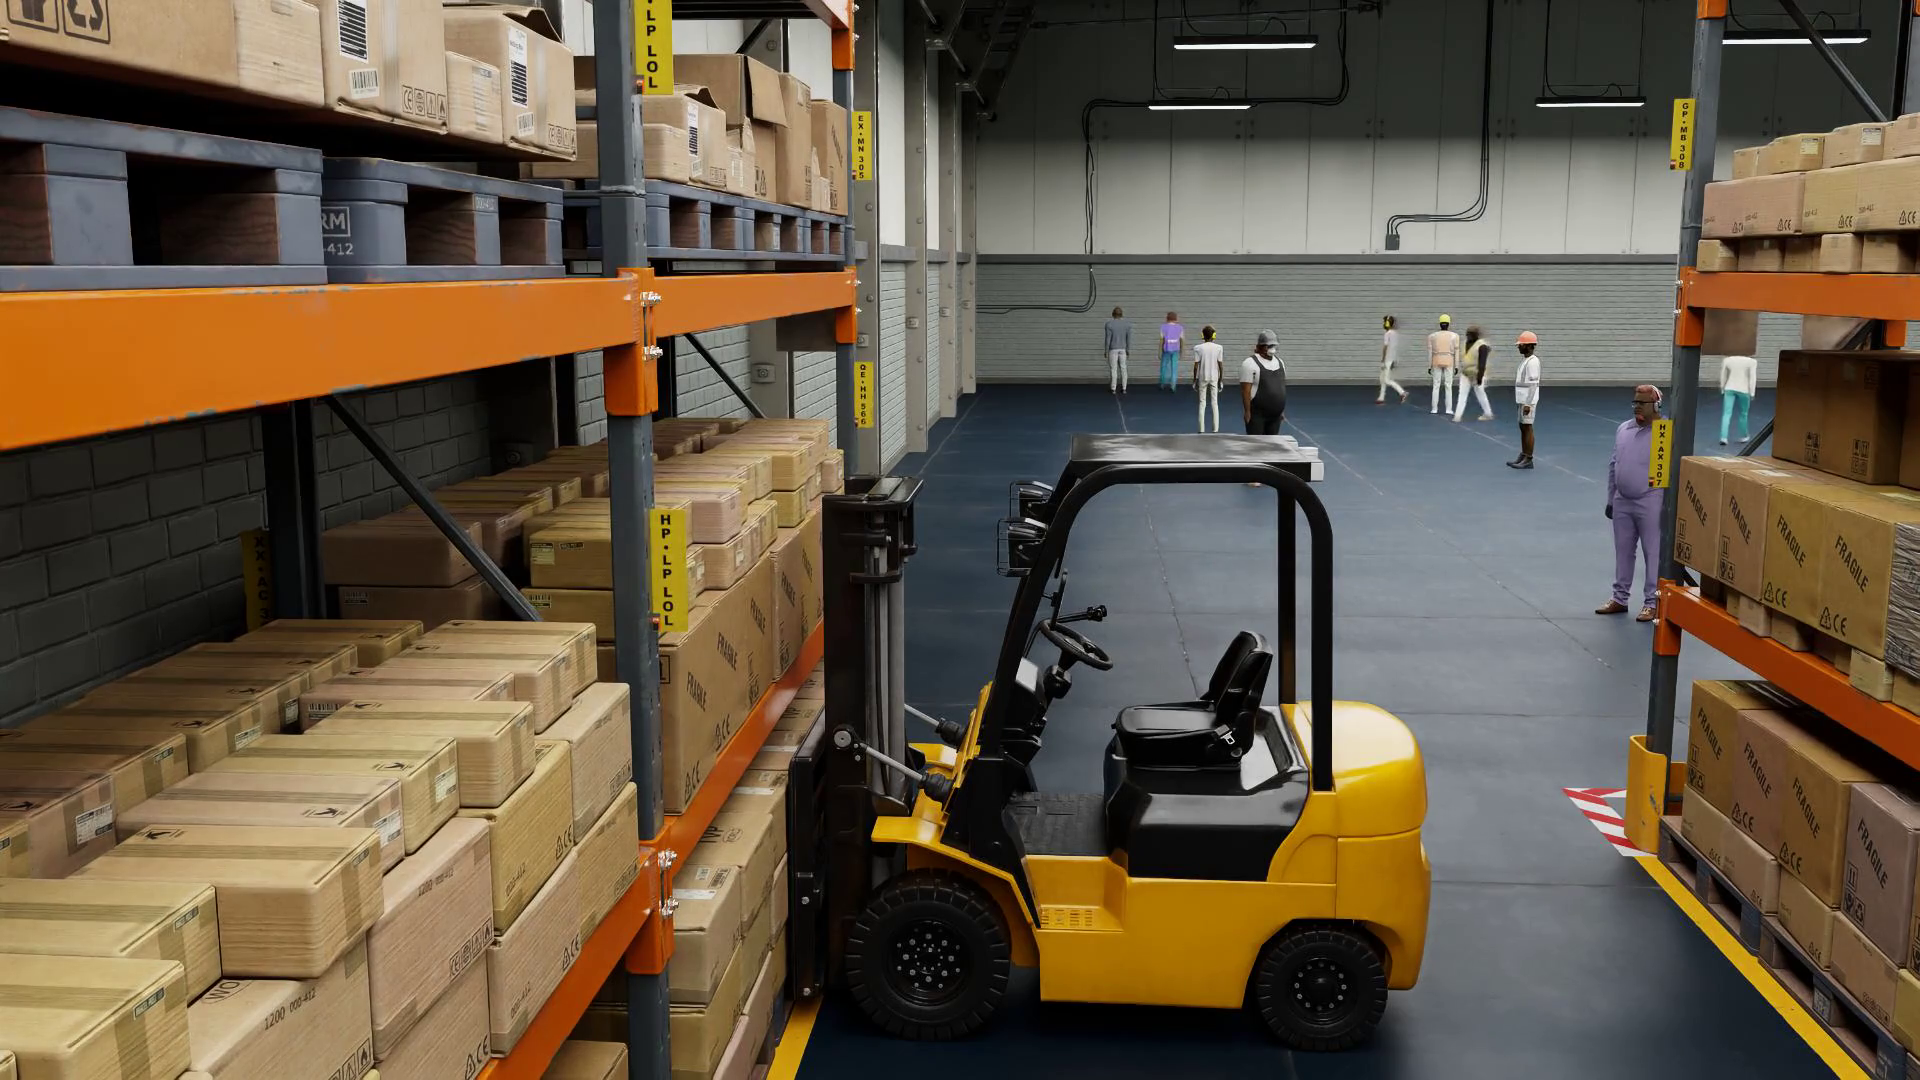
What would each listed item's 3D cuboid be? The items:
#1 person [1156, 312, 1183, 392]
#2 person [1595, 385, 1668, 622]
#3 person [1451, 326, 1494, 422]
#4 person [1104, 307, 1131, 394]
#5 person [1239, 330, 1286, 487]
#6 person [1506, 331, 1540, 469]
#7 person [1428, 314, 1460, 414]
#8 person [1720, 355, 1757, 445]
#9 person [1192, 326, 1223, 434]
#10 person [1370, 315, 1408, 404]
[{"bbox_3d":[4.778,-4.291,37.945,0.600,1.801,0.911,-2,10,-10],"label":"person"},{"bbox_3d":[5.508,-0.301,13.475,0.410,1.909,0.642,-6,11,-33],"label":"person"},{"bbox_3d":[9.433,-3.046,30.521,0.922,1.783,0.663,-6,11,-31],"label":"person"},{"bbox_3d":[3.528,-4.247,37.288,0.635,1.937,0.353,-3,10,-19],"label":"person"},{"bbox_3d":[3.988,-1.713,21.620,0.682,2.000,0.536,-6,11,-30],"label":"person"},{"bbox_3d":[7.986,-1.974,23.515,0.358,1.938,0.545,1,9,6],"label":"person"},{"bbox_3d":[9.329,-3.387,32.111,0.587,1.928,0.364,3,10,18],"label":"person"},{"bbox_3d":[12.454,-2.382,26.643,0.555,1.720,0.913,8,12,40],"label":"person"},{"bbox_3d":[4.140,-2.644,27.800,0.518,1.865,0.328,1,9,4],"label":"person"},{"bbox_3d":[8.840,-3.685,34.162,0.721,1.848,0.530,6,11,31],"label":"person"}]
